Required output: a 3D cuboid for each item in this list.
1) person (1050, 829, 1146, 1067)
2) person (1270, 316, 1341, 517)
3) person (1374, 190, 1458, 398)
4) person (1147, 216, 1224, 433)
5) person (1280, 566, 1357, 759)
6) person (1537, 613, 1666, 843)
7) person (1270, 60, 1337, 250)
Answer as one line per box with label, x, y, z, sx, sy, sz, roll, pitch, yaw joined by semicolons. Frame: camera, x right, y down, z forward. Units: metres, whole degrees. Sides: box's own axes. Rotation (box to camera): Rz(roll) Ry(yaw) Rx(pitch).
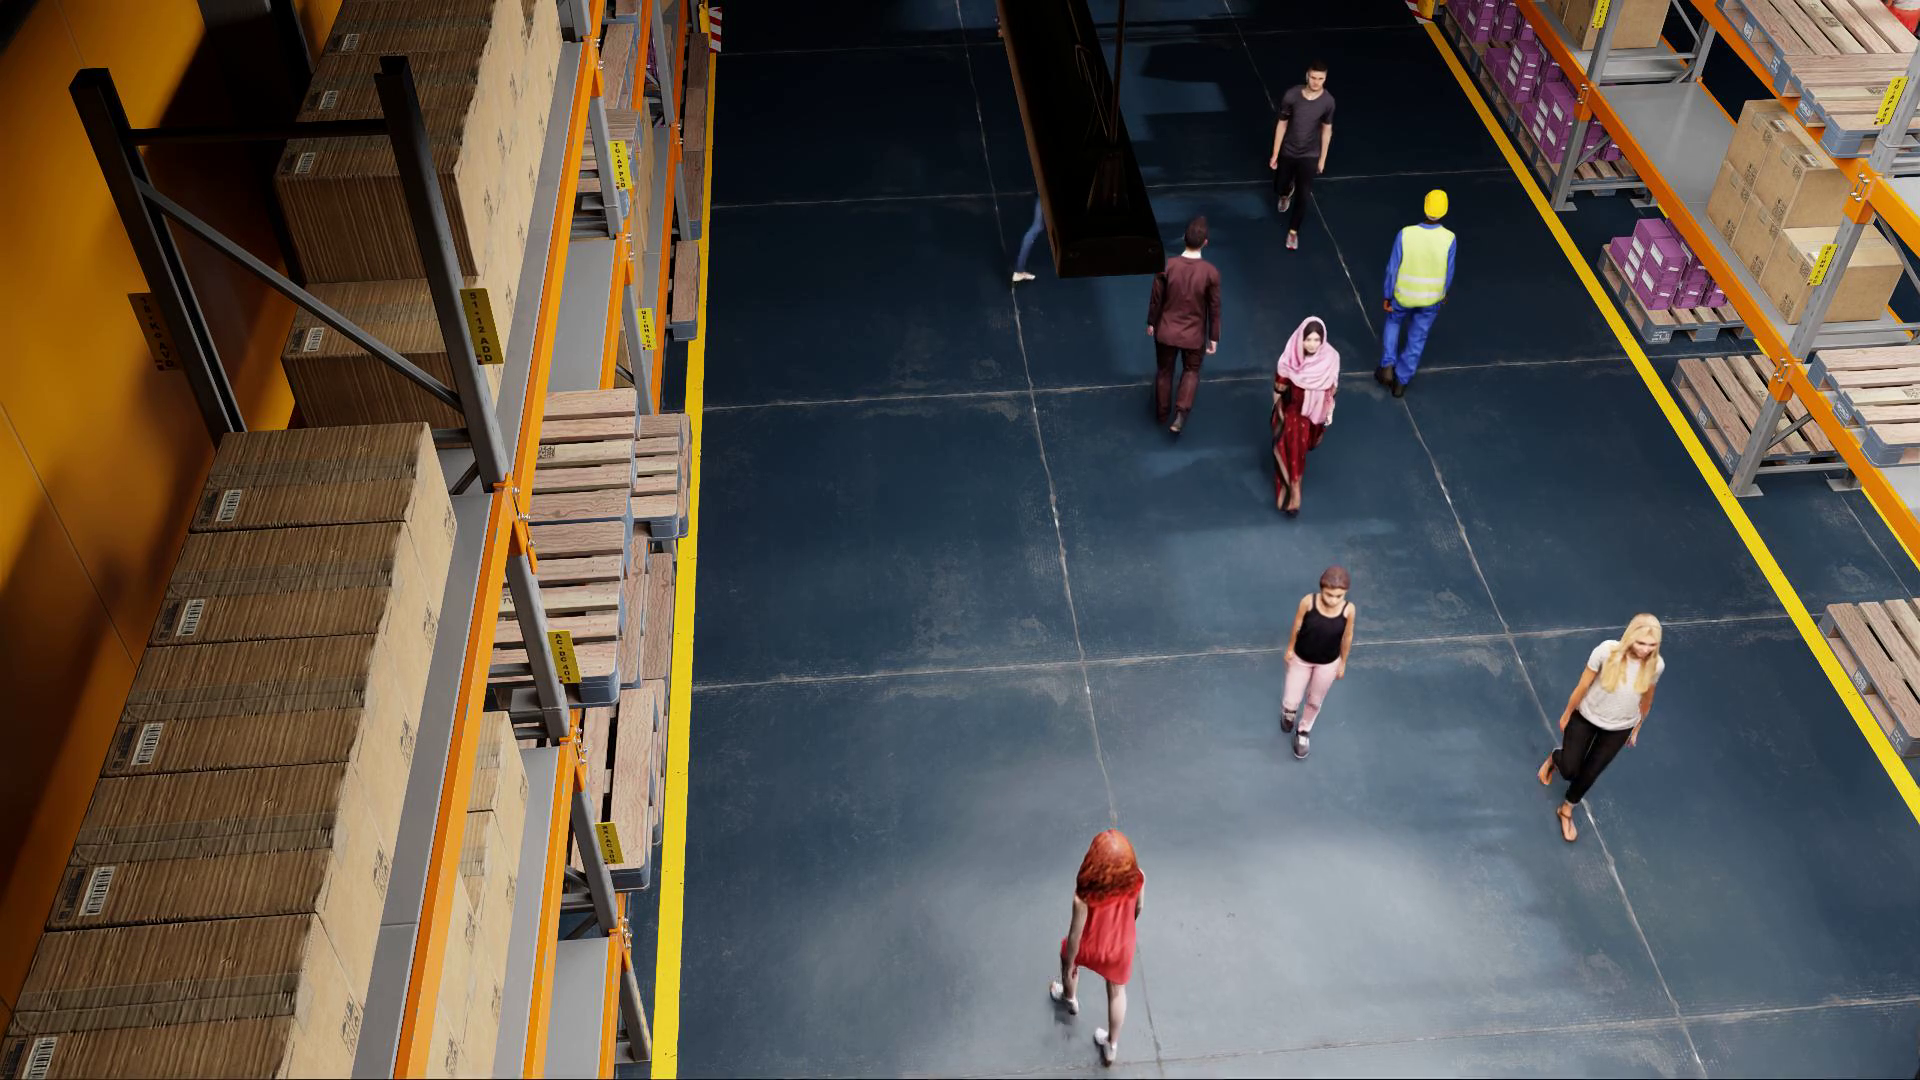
person;0.781;2.203;8.690;0.739;1.806;0.879;-14;45;-14
person;2.499;-1.006;12.203;0.639;1.606;1.022;-5;44;-5
person;3.558;-1.868;12.965;0.766;1.804;0.755;11;45;11
person;1.665;-1.541;12.589;0.855;1.849;0.915;7;44;8
person;2.233;0.696;10.449;0.624;1.561;0.707;8;44;8
person;3.798;1.021;9.925;0.699;1.814;0.837;5;44;5
person;3.003;-3.454;14.672;0.840;1.746;1.016;10;45;11
